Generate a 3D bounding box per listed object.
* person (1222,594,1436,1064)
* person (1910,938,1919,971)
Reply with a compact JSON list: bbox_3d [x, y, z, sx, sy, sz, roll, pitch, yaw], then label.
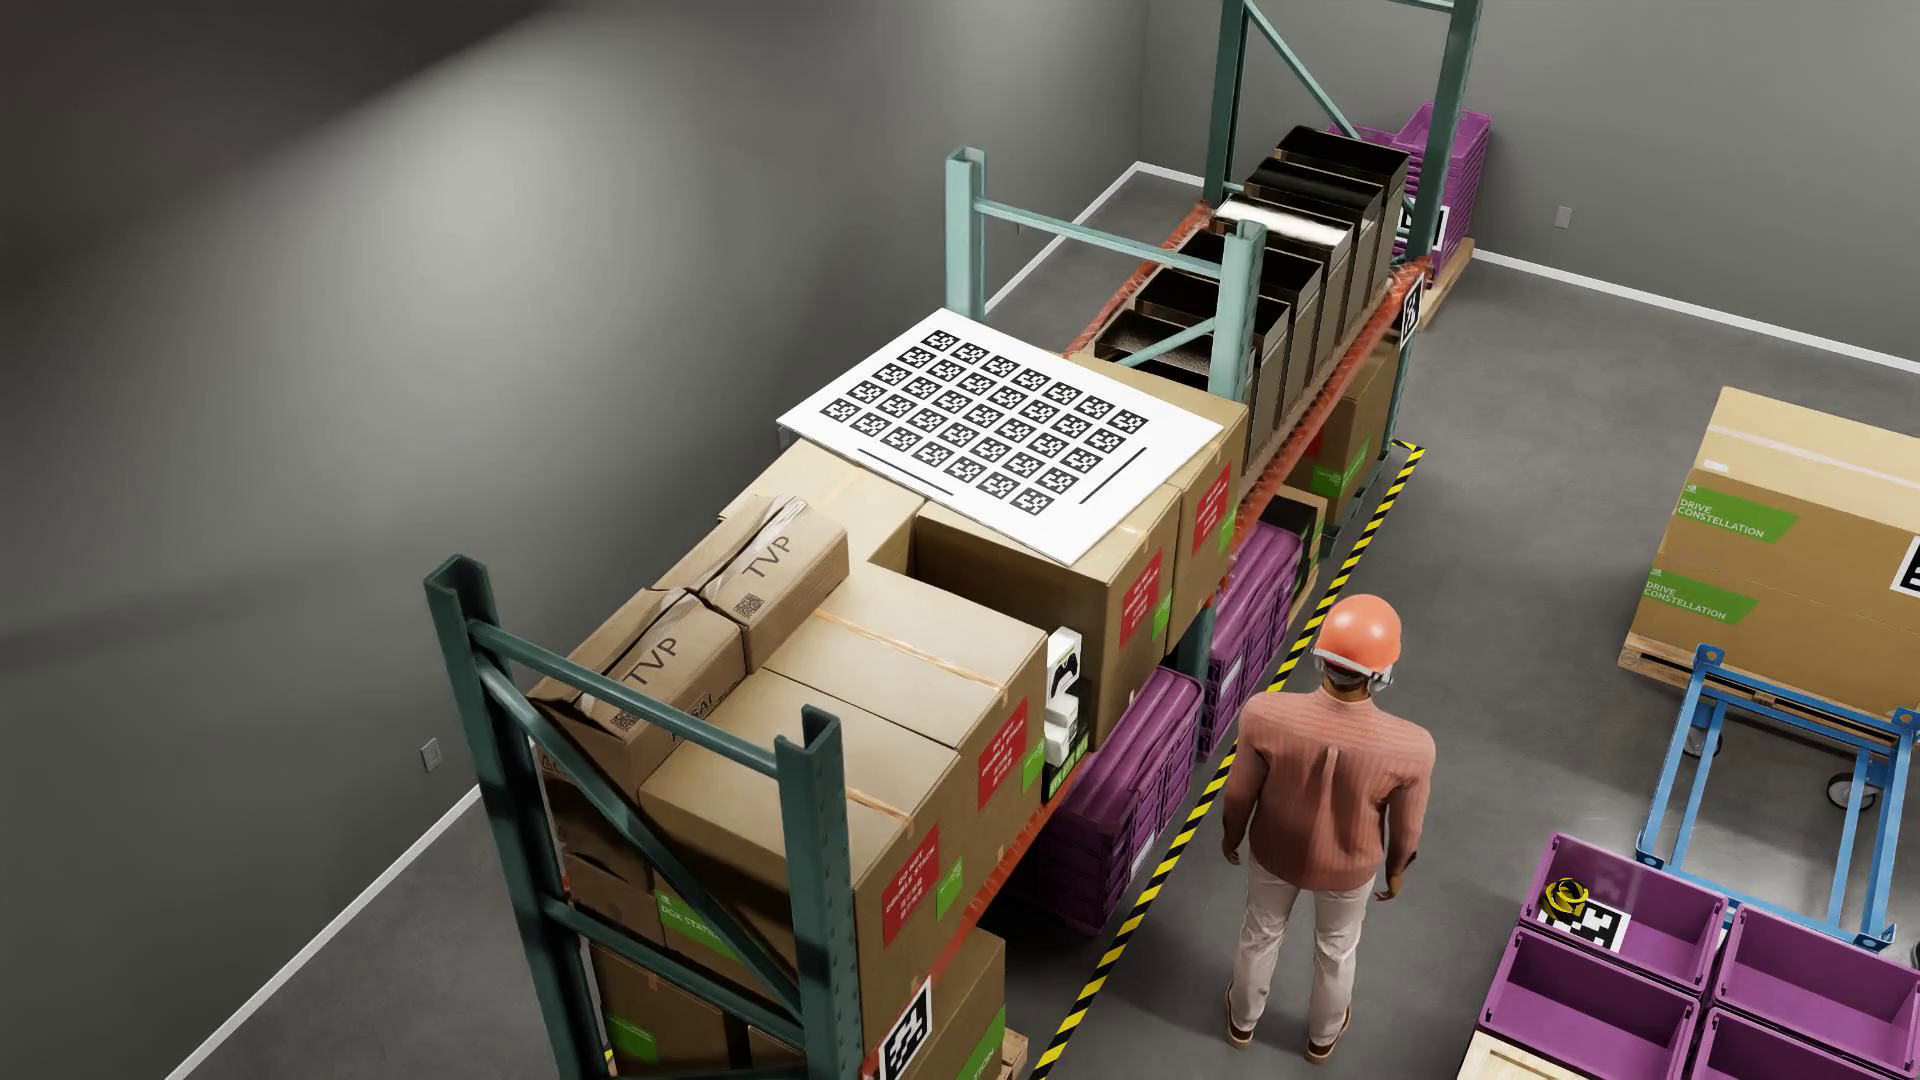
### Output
[{"bbox_3d":[1.155,0.975,5.399,0.617,1.983,0.403,11,41,13],"label":"person"},{"bbox_3d":[3.705,0.942,5.554,0.586,1.835,0.403,23,45,25],"label":"person"}]
